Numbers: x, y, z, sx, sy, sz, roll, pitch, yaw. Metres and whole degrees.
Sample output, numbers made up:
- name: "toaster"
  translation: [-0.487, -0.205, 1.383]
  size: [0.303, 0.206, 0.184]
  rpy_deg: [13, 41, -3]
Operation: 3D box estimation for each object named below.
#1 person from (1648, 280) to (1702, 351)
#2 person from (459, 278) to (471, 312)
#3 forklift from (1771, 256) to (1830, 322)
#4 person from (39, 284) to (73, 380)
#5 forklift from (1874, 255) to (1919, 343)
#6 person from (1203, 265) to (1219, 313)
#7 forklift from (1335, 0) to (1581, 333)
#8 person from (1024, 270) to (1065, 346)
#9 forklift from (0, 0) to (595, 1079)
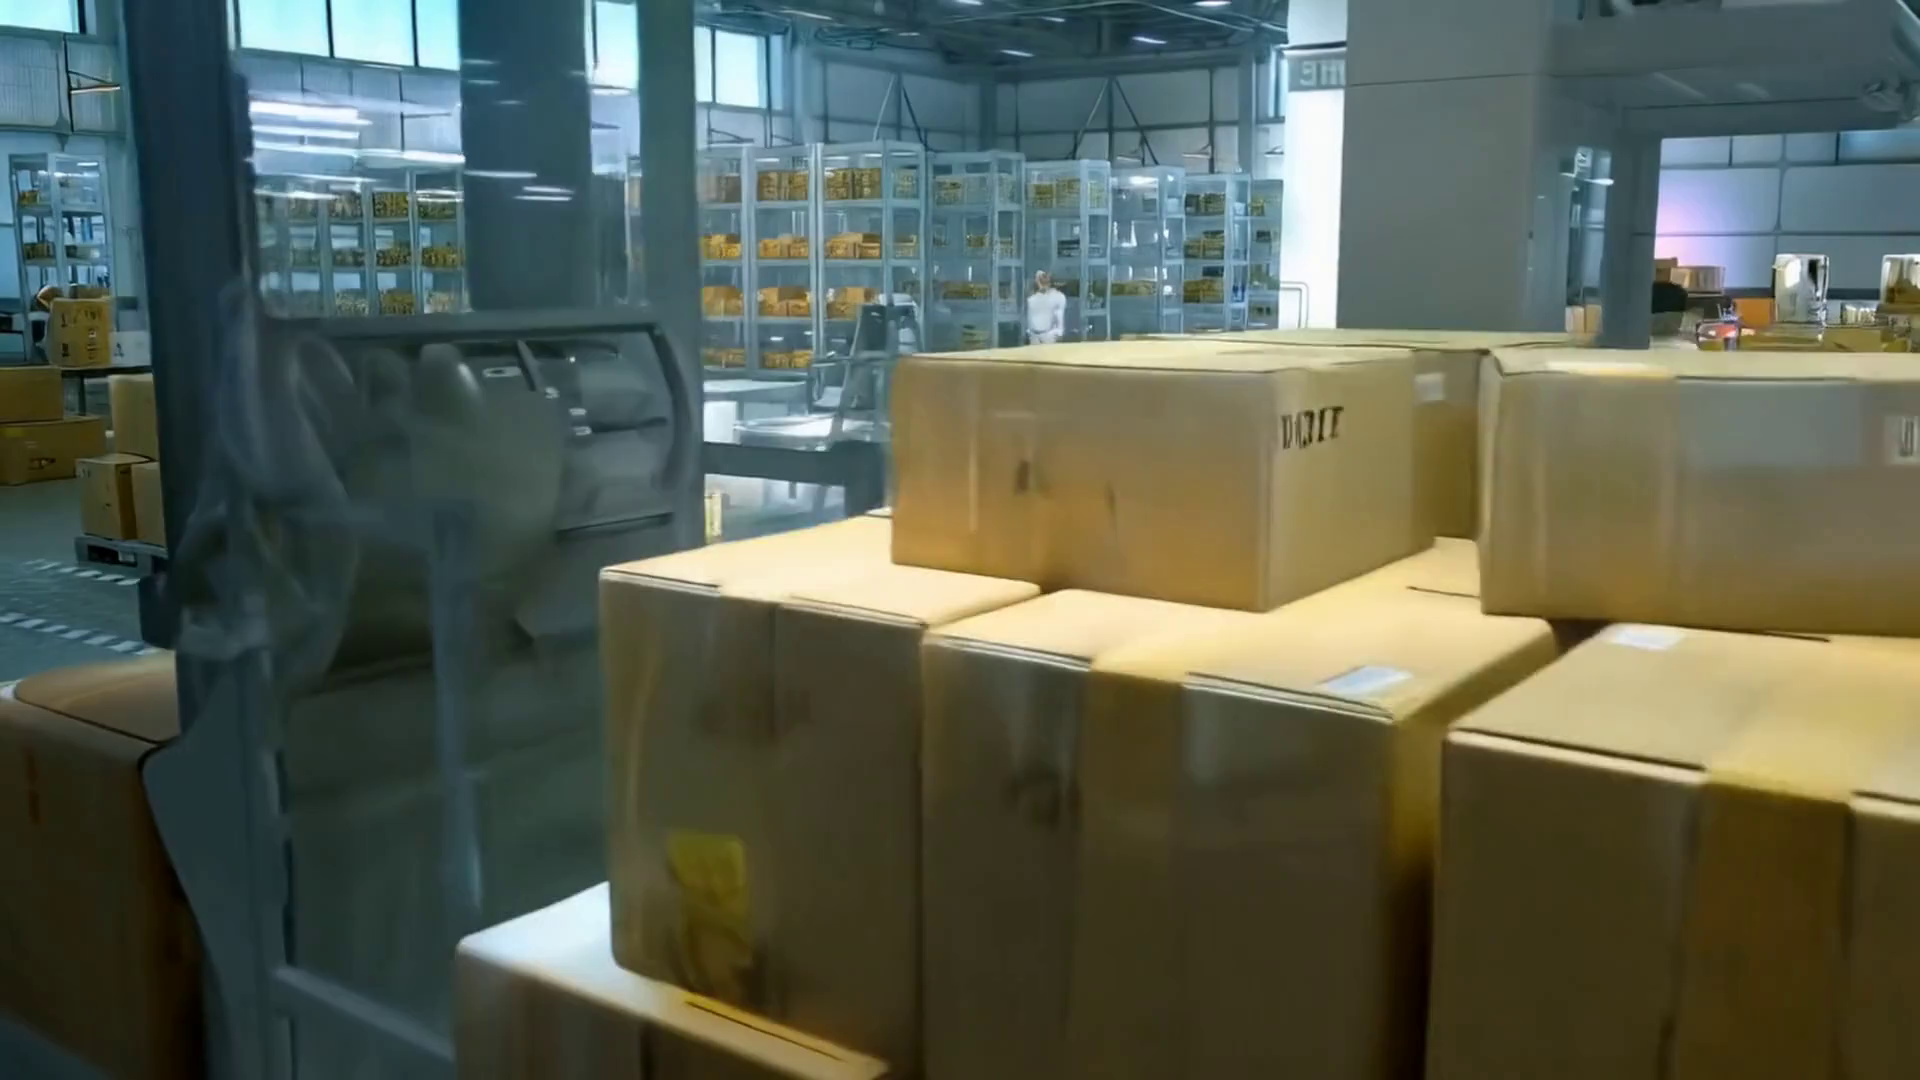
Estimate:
- name: "person"
  translation: [3.463, -0.314, 8.229]
  size: [0.634, 1.927, 0.513]
  rpy_deg: [-2, 10, -11]
- name: "person"
  translation: [-6.789, -2.821, 23.541]
  size: [0.581, 1.810, 0.929]
  rpy_deg: [3, 10, 20]
- name: "forklift"
  translation: [20.253, -5.854, 40.139]
  size: [1.157, 1.987, 2.680]
  rpy_deg: [7, 12, 35]
- name: "person"
  translation: [-10.514, -2.104, 19.425]
  size: [0.328, 1.750, 0.560]
  rpy_deg: [-7, 12, -37]
- name: "forklift"
  translation: [22.089, -5.634, 38.796]
  size: [1.157, 1.987, 2.680]
  rpy_deg: [6, 11, 33]
- name: "person"
  translation: [7.355, -7.102, 48.517]
  size: [0.608, 1.987, 0.400]
  rpy_deg: [8, 12, 40]
- name: "forklift"
  translation: [1.249, -0.137, 4.360]
  size: [1.873, 2.768, 1.129]
  rpy_deg: [7, 12, 35]
- name: "person"
  translation: [1.230, -3.010, 24.402]
  size: [0.678, 1.890, 0.471]
  rpy_deg: [6, 11, 32]
- name: "forklift"
  translation: [-1.181, 0.015, 3.456]
  size: [1.873, 2.768, 1.129]
  rpy_deg: [7, 12, 35]
